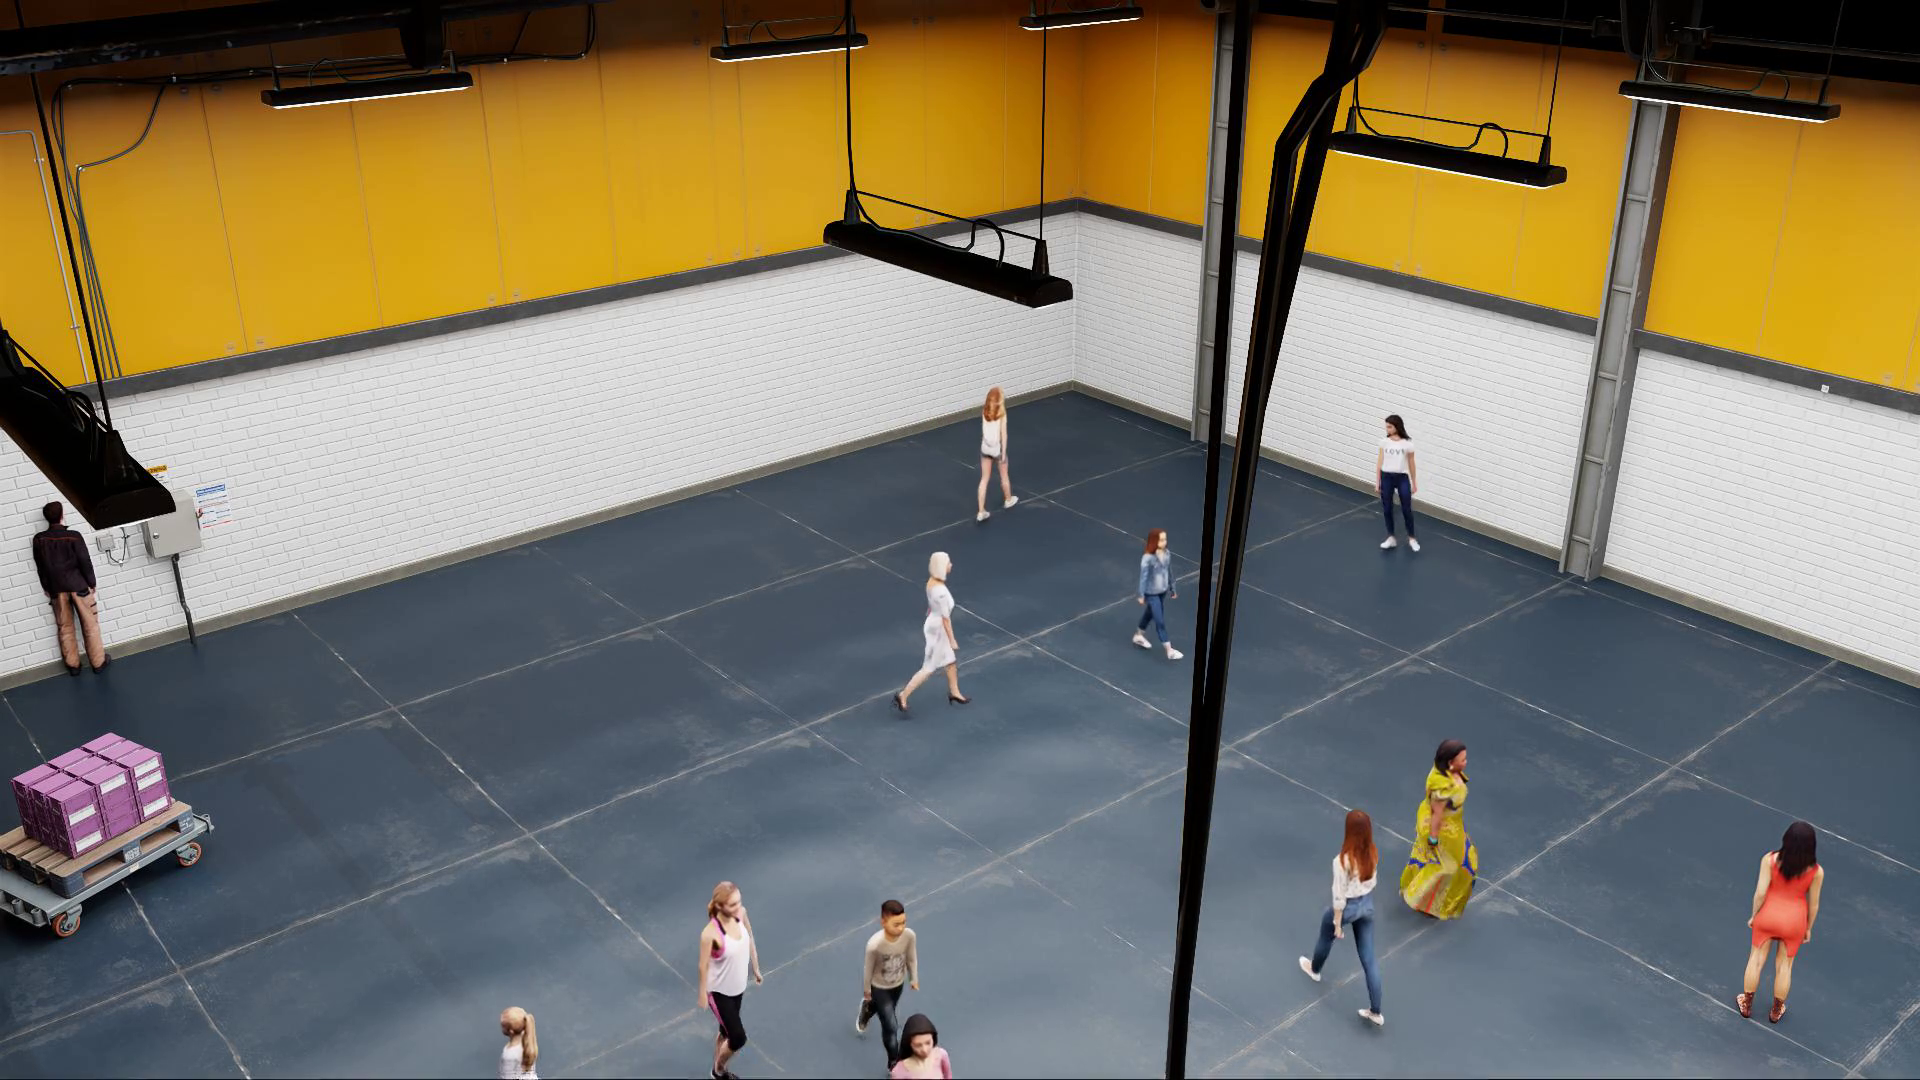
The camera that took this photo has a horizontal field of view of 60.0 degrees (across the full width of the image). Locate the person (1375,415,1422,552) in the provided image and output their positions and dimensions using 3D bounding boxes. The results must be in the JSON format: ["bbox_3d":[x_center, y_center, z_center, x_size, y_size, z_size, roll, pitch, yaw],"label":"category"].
[{"bbox_3d":[5.361,-0.688,20.313,0.735,1.745,0.925,5,24,11],"label":"person"}]

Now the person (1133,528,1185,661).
[{"bbox_3d":[2.052,0.546,17.867,0.616,1.444,0.955,-21,31,-40],"label":"person"}]

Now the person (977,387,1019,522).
[{"bbox_3d":[0.368,-1.065,21.198,1.029,1.727,0.855,14,27,28],"label":"person"}]

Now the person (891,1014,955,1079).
[{"bbox_3d":[-0.294,3.635,10.449,0.592,1.725,0.702,-21,31,-39],"label":"person"}]

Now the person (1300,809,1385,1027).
[{"bbox_3d":[2.982,2.815,12.379,0.830,1.683,1.216,-9,25,-21],"label":"person"}]

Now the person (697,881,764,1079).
[{"bbox_3d":[-1.708,3.095,11.630,0.746,1.768,0.715,12,26,26],"label":"person"}]

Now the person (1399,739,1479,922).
[{"bbox_3d":[3.809,2.333,13.527,1.001,1.646,0.938,7,24,15],"label":"person"}]

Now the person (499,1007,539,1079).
[{"bbox_3d":[-2.845,3.648,10.987,0.774,1.271,0.694,6,24,12],"label":"person"}]

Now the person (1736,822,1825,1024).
[{"bbox_3d":[6.077,2.823,12.315,0.606,1.719,0.723,10,26,22],"label":"person"}]

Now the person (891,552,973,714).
[{"bbox_3d":[-0.302,0.966,16.566,0.981,1.717,1.087,-4,24,-9],"label":"person"}]

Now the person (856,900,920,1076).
[{"bbox_3d":[-0.570,3.147,11.944,0.620,1.423,1.005,-15,28,-30],"label":"person"}]

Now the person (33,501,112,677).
[{"bbox_3d":[-9.303,0.506,17.359,0.778,1.925,0.760,-6,24,-13],"label":"person"}]
